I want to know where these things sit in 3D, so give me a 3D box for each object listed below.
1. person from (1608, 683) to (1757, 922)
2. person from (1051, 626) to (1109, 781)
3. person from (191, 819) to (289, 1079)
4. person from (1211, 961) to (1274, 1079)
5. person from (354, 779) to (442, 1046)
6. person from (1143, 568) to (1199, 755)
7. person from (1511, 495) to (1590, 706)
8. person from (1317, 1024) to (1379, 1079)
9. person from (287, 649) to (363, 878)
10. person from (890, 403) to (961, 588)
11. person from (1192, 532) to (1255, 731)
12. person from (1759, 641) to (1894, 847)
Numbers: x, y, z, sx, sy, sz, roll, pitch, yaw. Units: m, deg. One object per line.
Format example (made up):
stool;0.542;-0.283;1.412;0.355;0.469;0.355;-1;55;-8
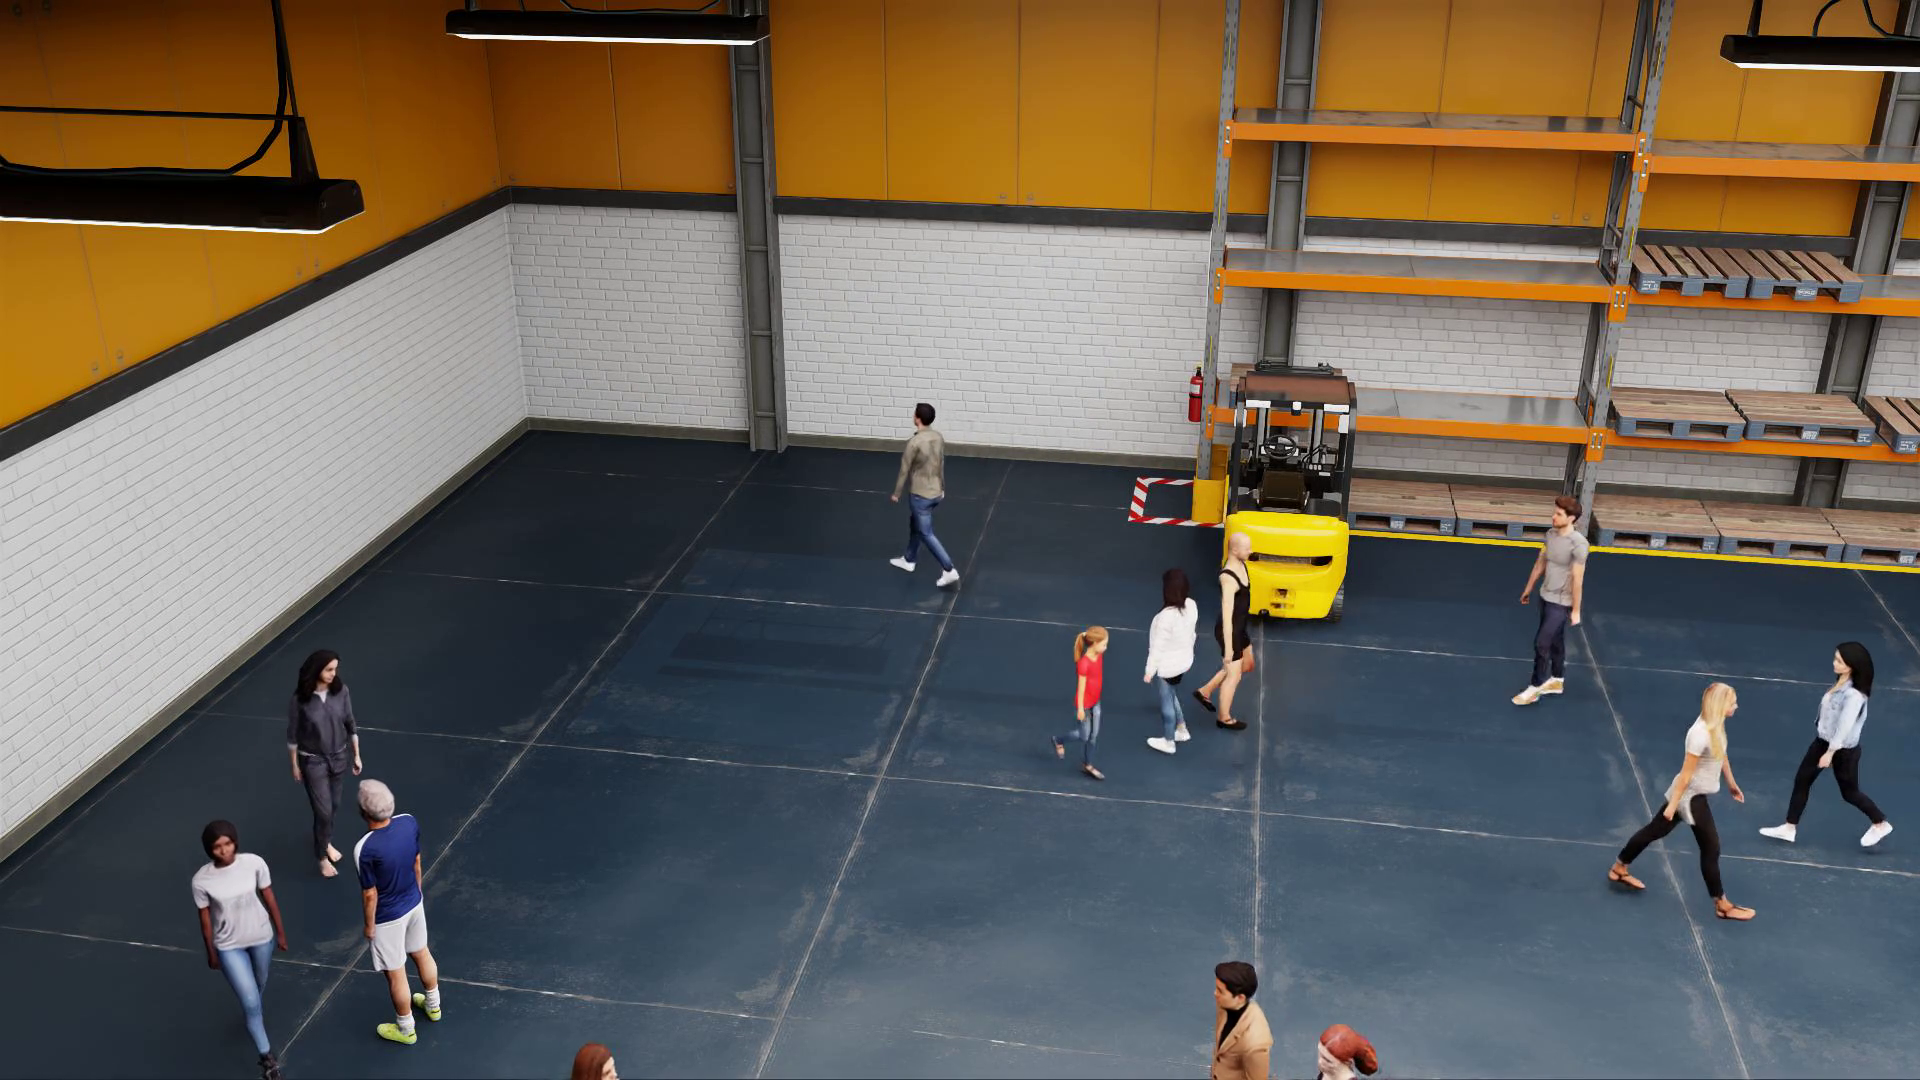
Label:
person;4.953;1.772;11.526;1.260;1.764;0.831;11;26;23
person;0.958;1.283;13.242;0.806;1.286;0.676;19;30;36
person;-4.367;2.427;10.132;1.068;1.680;1.143;-16;28;-32
person;1.593;2.965;8.885;1.131;1.694;0.875;-4;24;-9
person;-3.496;2.273;10.286;0.655;1.840;0.695;11;26;24
person;1.774;1.004;13.448;0.737;1.631;0.730;16;28;33
person;5.208;0.504;14.288;0.969;1.876;0.883;-6;24;-14
person;1.948;3.152;8.363;0.844;1.768;0.703;-4;24;-9
person;-4.635;1.580;12.010;0.795;1.729;0.856;-14;27;-29
person;-0.291;-0.420;16.441;1.286;1.844;1.045;16;28;32
person;2.174;0.750;13.817;0.753;1.802;0.711;7;25;16
person;6.509;1.543;12.163;1.108;1.674;0.591;4;24;9
